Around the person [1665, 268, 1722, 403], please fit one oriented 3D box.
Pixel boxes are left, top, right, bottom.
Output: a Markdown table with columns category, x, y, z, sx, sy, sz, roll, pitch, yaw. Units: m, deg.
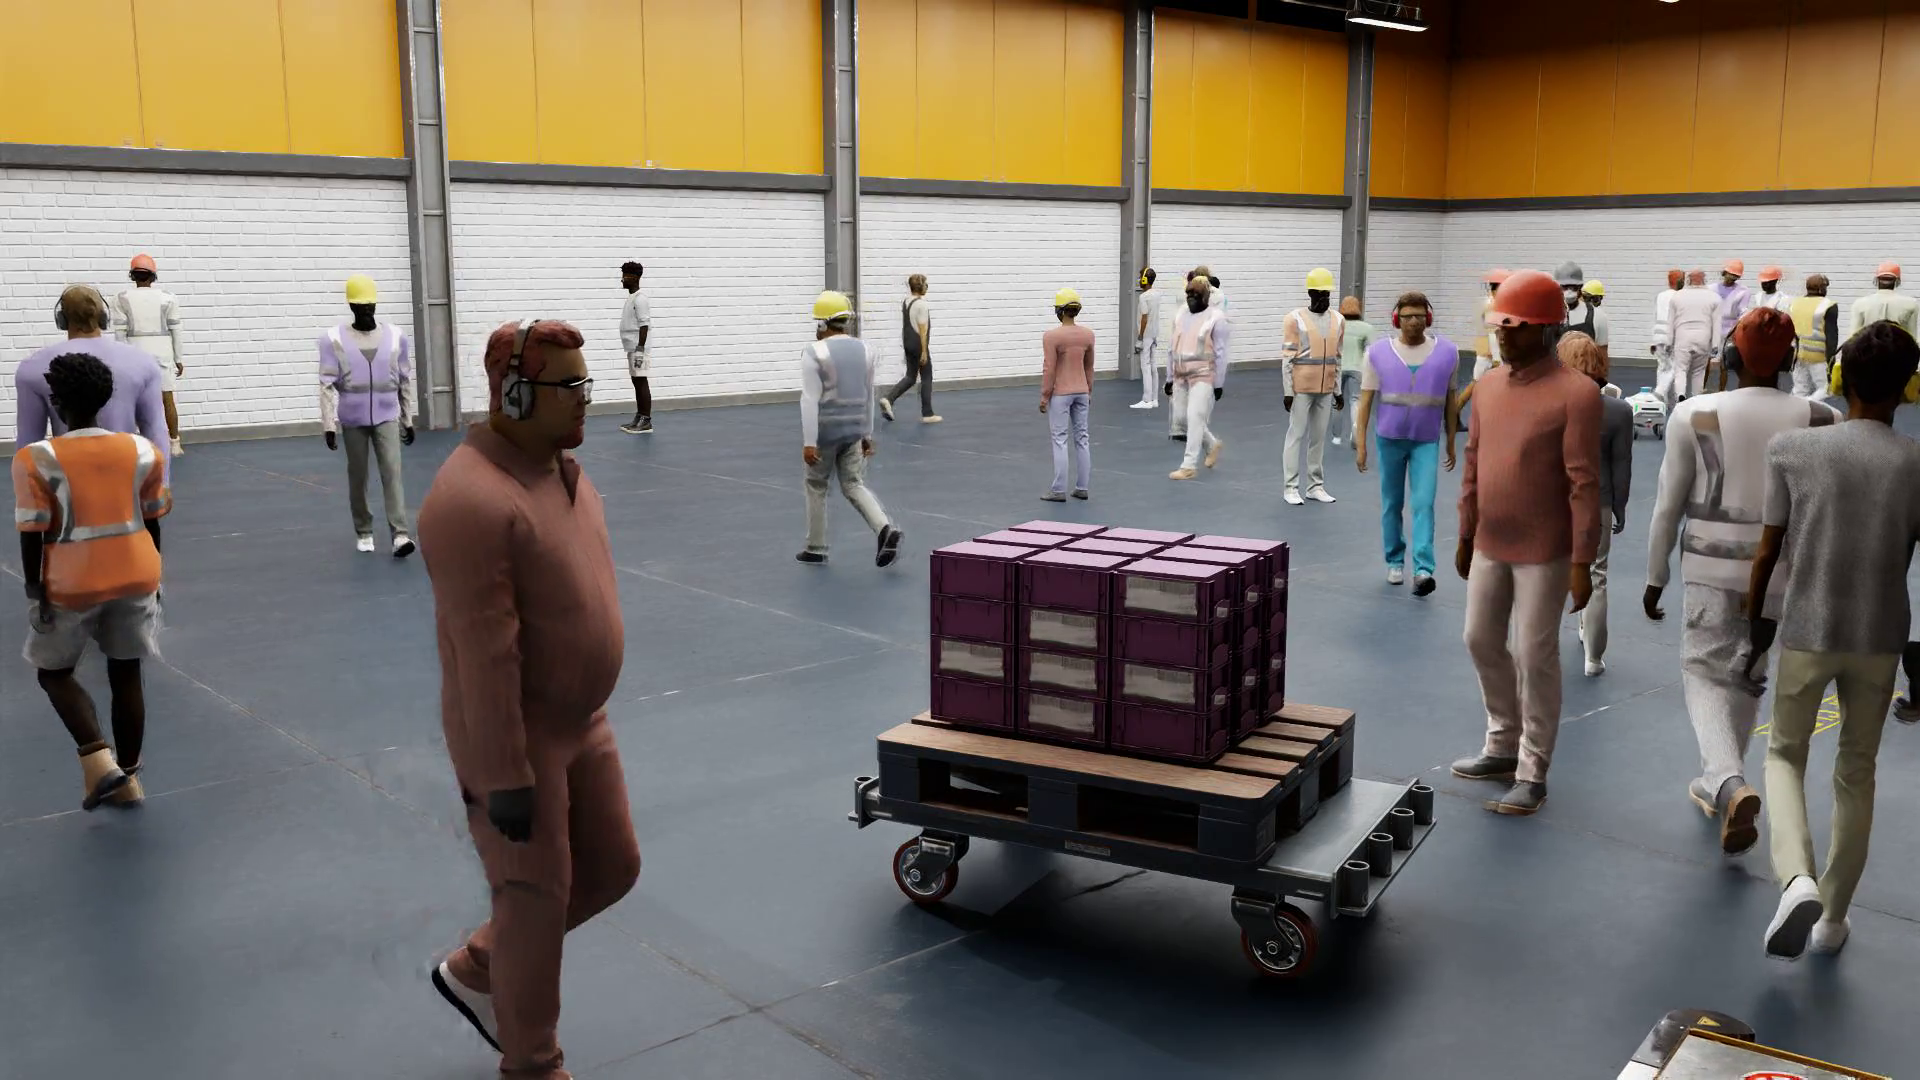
| category | x | y | z | sx | sy | sz | roll | pitch | yaw |
| --- | --- | --- | --- | --- | --- | --- | --- | --- | --- |
| person | 9.356 | -2.529 | 21.226 | 0.661 | 1.881 | 0.721 | 3 | 10 | 18 |

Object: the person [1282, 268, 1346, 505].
| category | x | y | z | sx | sy | sz | roll | pitch | yaw |
| --- | --- | --- | --- | --- | --- | --- | --- | --- | --- |
| person | 2.898 | -1.252 | 13.599 | 0.589 | 1.928 | 0.386 | -4 | 11 | -23 |

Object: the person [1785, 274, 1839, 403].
| category | x | y | z | sx | sy | sz | roll | pitch | yaw |
| --- | --- | --- | --- | --- | --- | --- | --- | --- | --- |
| person | 9.290 | -1.983 | 18.158 | 0.446 | 1.830 | 0.651 | -4 | 11 | -24 |

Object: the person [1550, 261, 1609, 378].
| category | x | y | z | sx | sy | sz | roll | pitch | yaw |
| --- | --- | --- | --- | --- | --- | --- | --- | --- | --- |
| person | 4.926 | -1.309 | 13.605 | 0.689 | 2.000 | 0.996 | 1 | 10 | 6 |

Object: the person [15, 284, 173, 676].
| category | x | y | z | sx | sy | sz | roll | pitch | yaw |
| --- | --- | --- | --- | --- | --- | --- | --- | --- | --- |
| person | -4.237 | -0.299 | 8.146 | 0.647 | 1.886 | 1.049 | -7 | 12 | -37 |

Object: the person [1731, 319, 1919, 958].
| category | x | y | z | sx | sy | sz | roll | pitch | yaw |
| --- | --- | --- | --- | --- | --- | --- | --- | --- | --- |
| person | 2.482 | 0.308 | 4.701 | 0.536 | 1.851 | 0.583 | 5 | 11 | 25 |

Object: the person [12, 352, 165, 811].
| category | x | y | z | sx | sy | sz | roll | pitch | yaw |
| --- | --- | --- | --- | --- | --- | --- | --- | --- | --- |
| person | -3.102 | 0.169 | 5.992 | 0.387 | 1.685 | 0.539 | 8 | 13 | 40 |

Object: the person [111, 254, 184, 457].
| category | x | y | z | sx | sy | sz | roll | pitch | yaw |
| --- | --- | --- | --- | --- | --- | --- | --- | --- | --- |
| person | -8.118 | -1.832 | 16.657 | 0.610 | 2.043 | 0.397 | -5 | 11 | -27 |

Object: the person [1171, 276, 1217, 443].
| category | x | y | z | sx | sy | sz | roll | pitch | yaw |
| --- | --- | --- | --- | --- | --- | --- | --- | --- | --- |
| person | 2.552 | -1.932 | 17.957 | 0.618 | 1.803 | 0.593 | -3 | 10 | -15 |

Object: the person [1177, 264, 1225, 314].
| category | x | y | z | sx | sy | sz | roll | pitch | yaw |
| --- | --- | --- | --- | --- | --- | --- | --- | --- | --- |
| person | 3.172 | -2.668 | 21.934 | 0.629 | 1.916 | 0.426 | 2 | 10 | 12 |

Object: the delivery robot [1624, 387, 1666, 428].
| category | x | y | z | sx | sy | sz | roll | pitch | yaw |
| --- | --- | --- | --- | --- | --- | --- | --- | --- | --- |
| delivery robot | 7.646 | -1.466 | 18.590 | 0.477 | 0.478 | 0.707 | 2 | 10 | 11 |

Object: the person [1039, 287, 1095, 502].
| category | x | y | z | sx | sy | sz | roll | pitch | yaw |
| --- | --- | --- | --- | --- | --- | --- | --- | --- | --- |
| person | 0.879 | -1.194 | 13.738 | 0.529 | 1.768 | 0.312 | -7 | 12 | -34 |

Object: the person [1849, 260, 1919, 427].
| category | x | y | z | sx | sy | sz | roll | pitch | yaw |
| --- | --- | --- | --- | --- | --- | --- | --- | --- | --- |
| person | 9.317 | -1.822 | 16.808 | 0.627 | 1.977 | 0.465 | 5 | 11 | 28 |

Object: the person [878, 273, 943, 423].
| category | x | y | z | sx | sy | sz | roll | pitch | yaw |
| --- | --- | --- | --- | --- | --- | --- | --- | --- | --- |
| person | -0.588 | -2.304 | 20.078 | 0.775 | 1.825 | 0.511 | -6 | 12 | -32 |

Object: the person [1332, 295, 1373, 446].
| category | x | y | z | sx | sy | sz | roll | pitch | yaw |
| --- | --- | --- | --- | --- | --- | --- | --- | --- | --- |
| person | 4.120 | -1.783 | 17.652 | 0.508 | 1.613 | 0.680 | 2 | 10 | 9 |

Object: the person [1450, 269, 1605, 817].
| category | x | y | z | sx | sy | sz | roll | pitch | yaw |
| --- | --- | --- | --- | --- | --- | --- | --- | --- | --- |
| person | 2.051 | 0.013 | 6.086 | 0.486 | 1.978 | 0.696 | -5 | 11 | -25 |

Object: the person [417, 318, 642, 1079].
| category | x | y | z | sx | sy | sz | roll | pitch | yaw |
| --- | --- | --- | --- | --- | --- | --- | --- | --- | --- |
| person | -1.007 | 0.435 | 3.852 | 0.485 | 1.891 | 0.643 | 2 | 10 | 11 |

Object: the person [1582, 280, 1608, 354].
| category | x | y | z | sx | sy | sz | roll | pitch | yaw |
| --- | --- | --- | --- | --- | --- | --- | --- | --- | --- |
| person | 6.725 | -1.894 | 17.835 | 0.328 | 1.767 | 0.532 | -5 | 11 | -26 |

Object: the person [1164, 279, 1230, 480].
| category | x | y | z | sx | sy | sz | roll | pitch | yaw |
| --- | --- | --- | --- | --- | --- | --- | --- | --- | --- |
| person | 2.190 | -1.475 | 15.212 | 0.753 | 1.821 | 0.631 | -8 | 13 | -40 |

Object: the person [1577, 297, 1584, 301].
| category | x | y | z | sx | sy | sz | roll | pitch | yaw |
| --- | --- | --- | --- | --- | --- | --- | --- | --- | --- |
| person | 7.186 | -2.111 | 19.488 | 0.281 | 1.634 | 0.498 | 6 | 11 | 32 |

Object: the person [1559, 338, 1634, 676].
| category | x | y | z | sx | sy | sz | roll | pitch | yaw |
| --- | --- | --- | --- | --- | --- | --- | --- | --- | --- |
| person | 2.961 | -0.153 | 8.021 | 0.500 | 1.635 | 0.287 | 2 | 10 | 13 |

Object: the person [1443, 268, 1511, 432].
| category | x | y | z | sx | sy | sz | roll | pitch | yaw |
| --- | --- | --- | --- | --- | --- | --- | --- | --- | --- |
| person | 6.044 | -2.149 | 19.005 | 0.989 | 1.890 | 0.582 | 4 | 10 | 20 |

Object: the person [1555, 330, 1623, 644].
| category | x | y | z | sx | sy | sz | roll | pitch | yaw |
| --- | --- | --- | --- | --- | --- | --- | --- | --- | --- |
| person | 3.168 | -0.264 | 8.657 | 0.515 | 1.641 | 0.307 | 1 | 10 | 7 |

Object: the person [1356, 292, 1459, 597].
| category | x | y | z | sx | sy | sz | roll | pitch | yaw |
| --- | --- | --- | --- | --- | --- | --- | --- | --- | --- |
| person | 2.678 | -0.568 | 9.952 | 0.599 | 1.793 | 0.950 | 2 | 10 | 10 |

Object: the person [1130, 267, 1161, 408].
| category | x | y | z | sx | sy | sz | roll | pitch | yaw |
| --- | --- | --- | --- | --- | --- | --- | --- | --- | --- |
| person | 2.483 | -2.685 | 22.162 | 0.329 | 1.872 | 0.507 | 6 | 11 | 30 |

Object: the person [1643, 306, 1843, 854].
| category | x | y | z | sx | sy | sz | roll | pitch | yaw |
| --- | --- | --- | --- | --- | --- | --- | --- | --- | --- |
| person | 2.691 | 0.131 | 5.720 | 0.585 | 1.856 | 0.823 | 2 | 10 | 10 |

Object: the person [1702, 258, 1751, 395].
| category | x | y | z | sx | sy | sz | roll | pitch | yaw |
| --- | --- | --- | --- | --- | --- | --- | --- | --- | --- |
| person | 10.171 | -2.752 | 22.191 | 0.505 | 1.992 | 0.669 | -9 | 13 | -44 |

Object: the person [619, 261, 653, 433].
| category | x | y | z | sx | sy | sz | roll | pitch | yaw |
| --- | --- | --- | --- | --- | --- | --- | --- | --- | --- |
| person | -3.715 | -2.206 | 19.073 | 0.367 | 1.966 | 0.603 | -4 | 10 | -21 |

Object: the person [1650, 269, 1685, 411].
| category | x | y | z | sx | sy | sz | roll | pitch | yaw |
| --- | --- | --- | --- | --- | --- | --- | --- | --- | --- |
| person | 9.150 | -2.583 | 21.616 | 0.616 | 1.865 | 0.605 | -5 | 11 | -25 |

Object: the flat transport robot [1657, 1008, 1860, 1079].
| category | x | y | z | sx | sy | sz | roll | pitch | yaw |
| --- | --- | --- | --- | --- | --- | --- | --- | --- | --- |
| flat transport robot | 1.570 | 1.334 | 3.303 | 0.652 | 0.197 | 1.431 | 7 | 12 | 36 |

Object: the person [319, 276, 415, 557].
| category | x | y | z | sx | sy | sz | roll | pitch | yaw |
| --- | --- | --- | --- | --- | --- | --- | --- | --- | --- |
| person | -3.942 | -0.808 | 11.129 | 0.611 | 1.882 | 0.953 | -5 | 11 | -26 |

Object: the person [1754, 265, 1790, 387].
| category | x | y | z | sx | sy | sz | roll | pitch | yaw |
| --- | --- | --- | --- | --- | --- | --- | --- | --- | --- |
| person | 10.136 | -2.512 | 21.051 | 0.788 | 1.898 | 0.571 | -3 | 10 | -19 |

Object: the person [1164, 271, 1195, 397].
| category | x | y | z | sx | sy | sz | roll | pitch | yaw |
| --- | --- | --- | --- | --- | --- | --- | --- | --- | --- |
| person | 3.292 | -2.961 | 23.901 | 0.937 | 1.835 | 0.537 | -7 | 12 | -34 |

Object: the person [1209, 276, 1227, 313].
| category | x | y | z | sx | sy | sz | roll | pitch | yaw |
| --- | --- | --- | --- | --- | --- | --- | --- | --- | --- |
| person | 4.189 | -3.508 | 27.507 | 0.319 | 1.694 | 0.532 | -7 | 12 | -35 |

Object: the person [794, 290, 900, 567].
| category | x | y | z | sx | sy | sz | roll | pitch | yaw |
| --- | --- | --- | --- | --- | --- | --- | --- | --- | --- |
| person | -0.747 | -0.695 | 10.712 | 0.752 | 1.811 | 0.602 | 10 | 14 | 44 |
